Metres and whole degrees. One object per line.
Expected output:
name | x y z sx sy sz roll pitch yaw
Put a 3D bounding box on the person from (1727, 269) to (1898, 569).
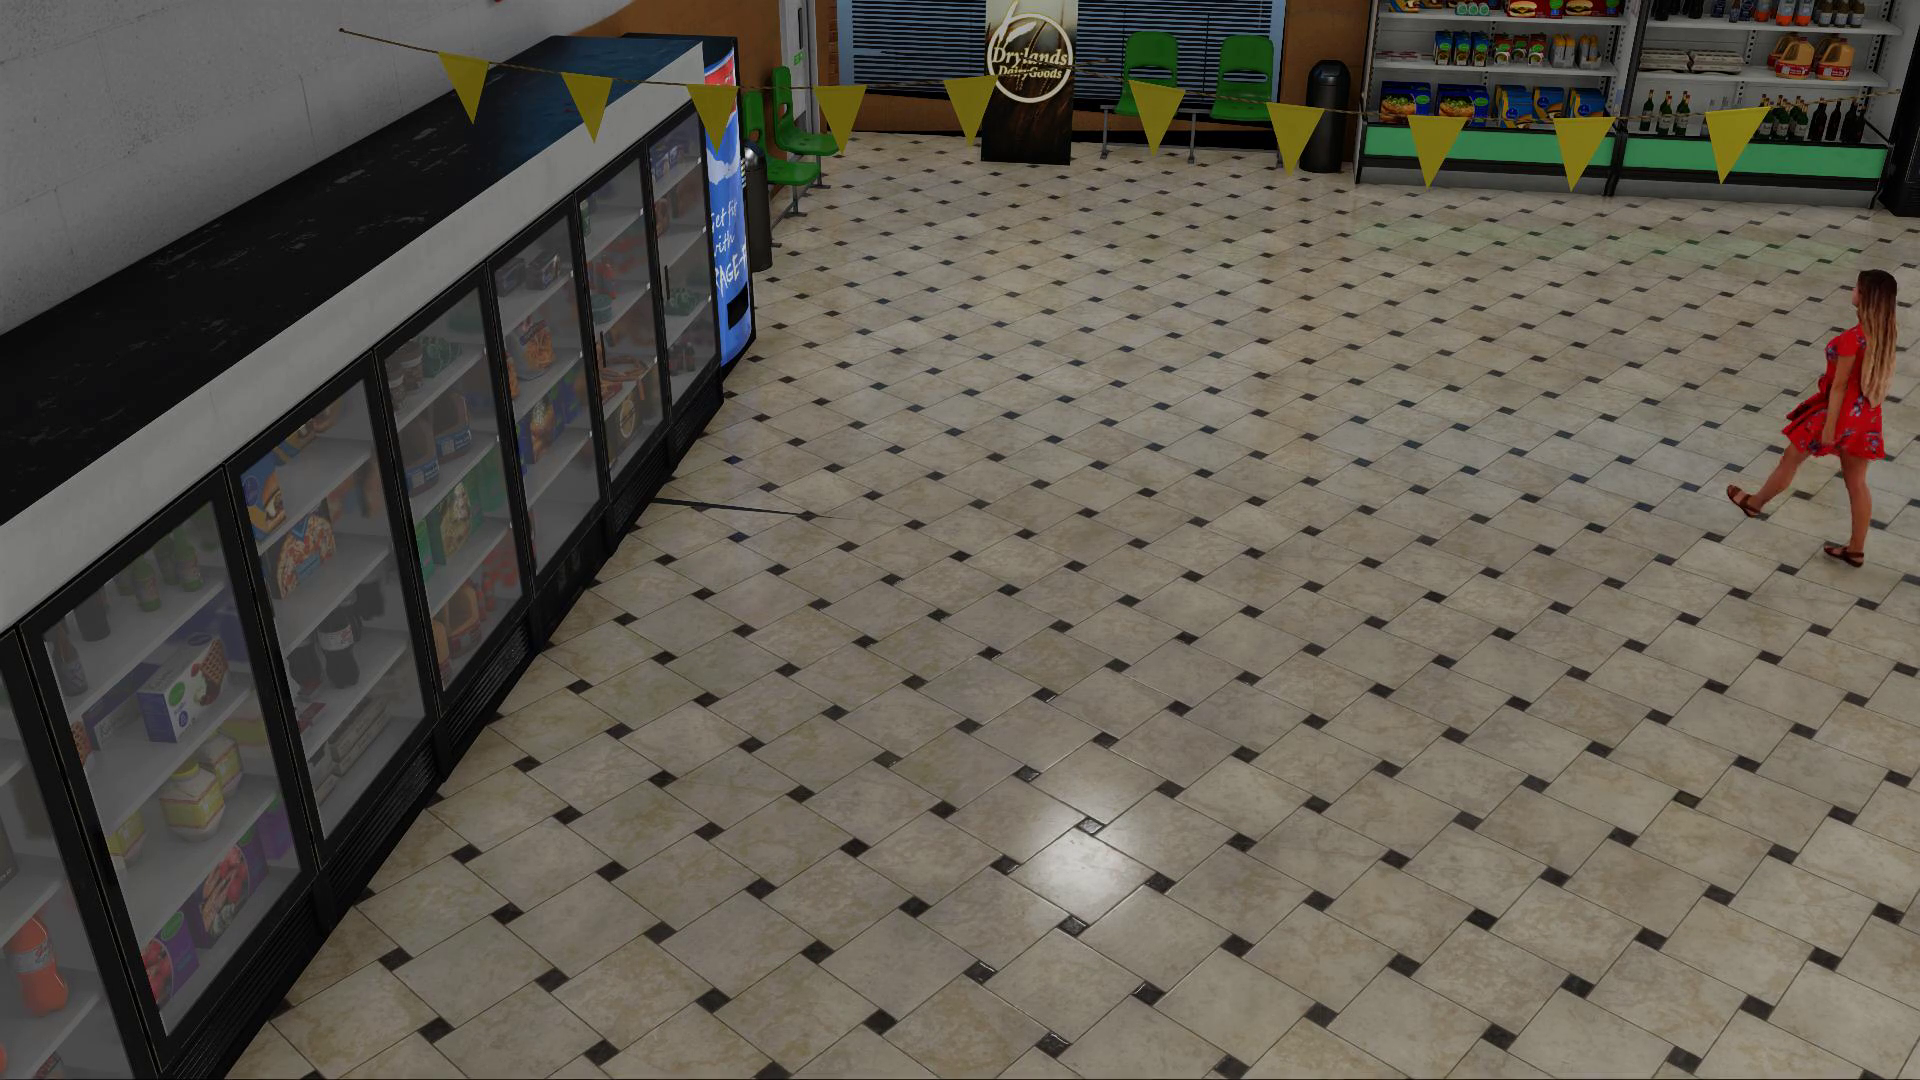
person | 4.659 -0.585 8.619 1.058 1.554 1.034 -14 31 -23
